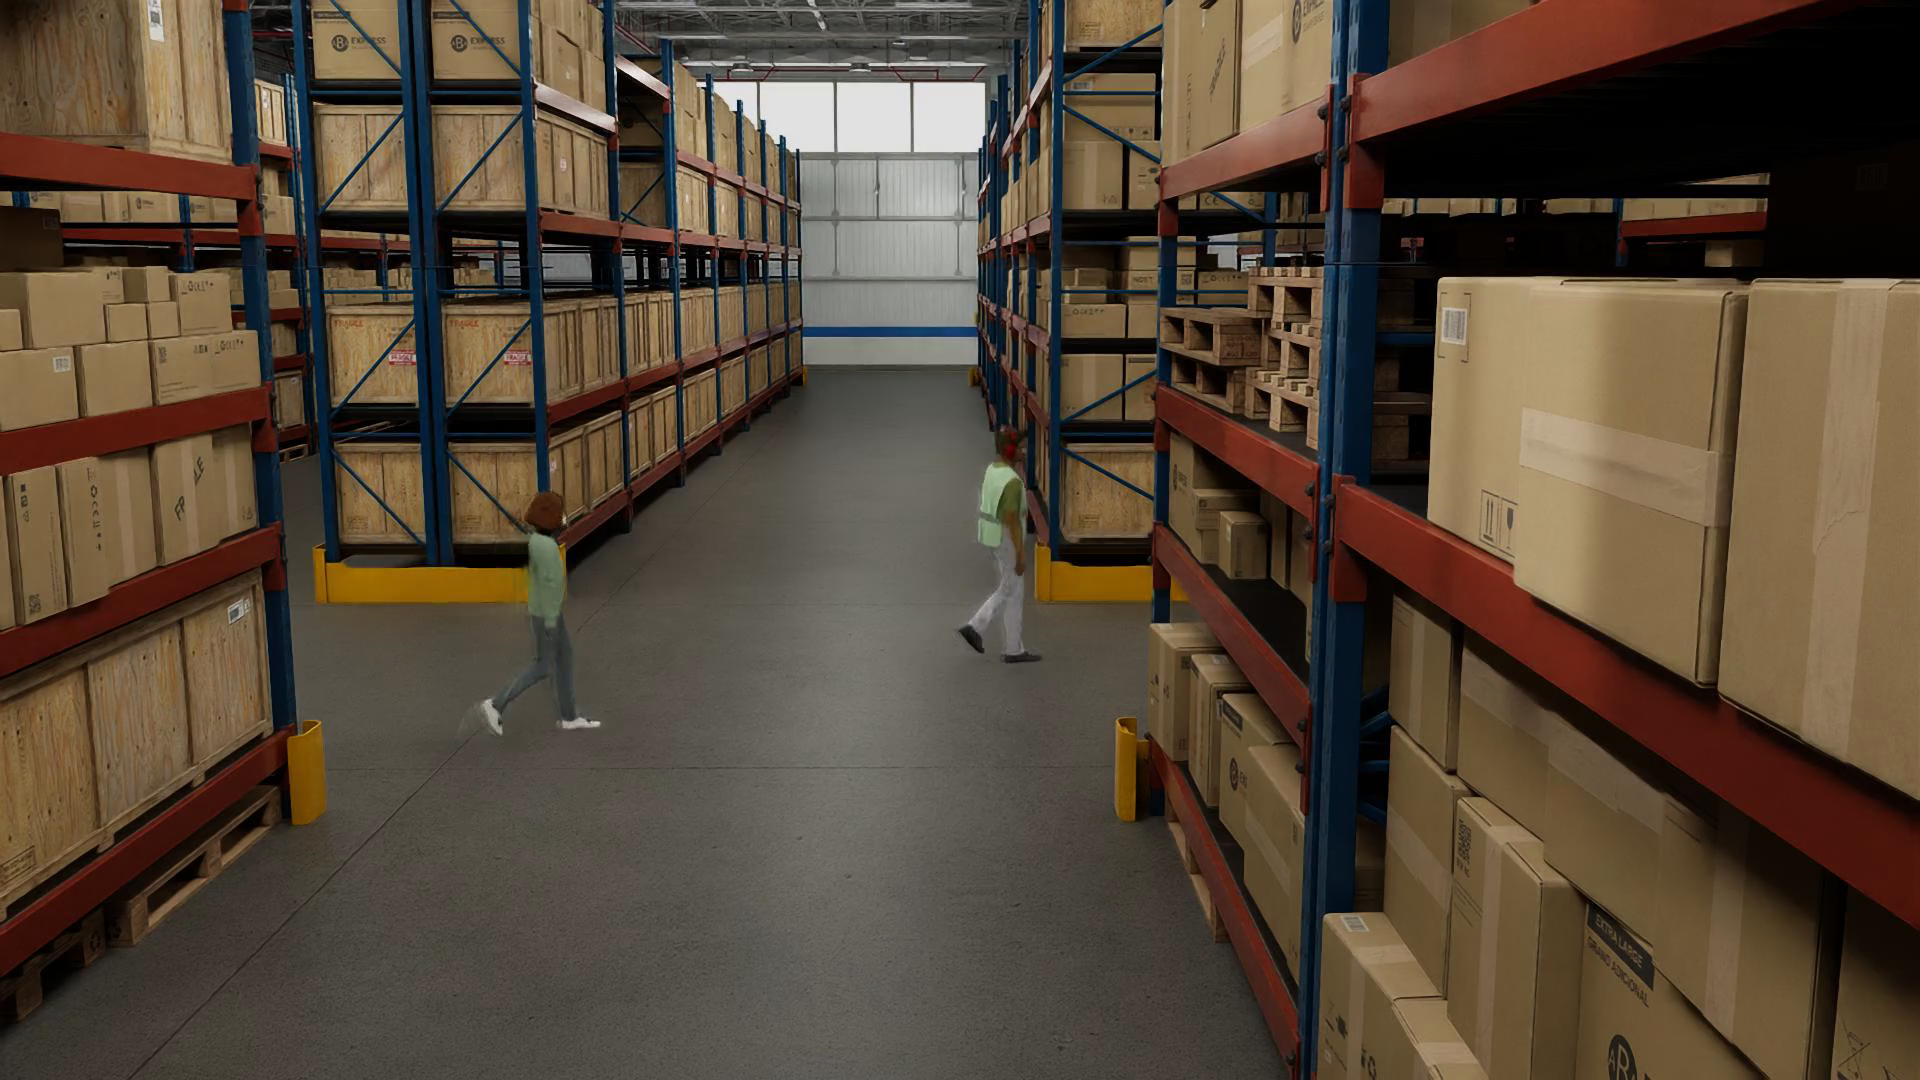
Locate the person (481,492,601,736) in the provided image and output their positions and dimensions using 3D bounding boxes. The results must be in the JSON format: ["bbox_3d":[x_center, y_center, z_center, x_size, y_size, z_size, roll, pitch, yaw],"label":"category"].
[{"bbox_3d":[-2.736,0.485,10.776,0.698,1.613,0.507,-3,10,-16],"label":"person"}]

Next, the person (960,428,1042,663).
[{"bbox_3d":[0.342,0.050,12.741,0.534,1.830,0.596,-3,10,-16],"label":"person"}]
